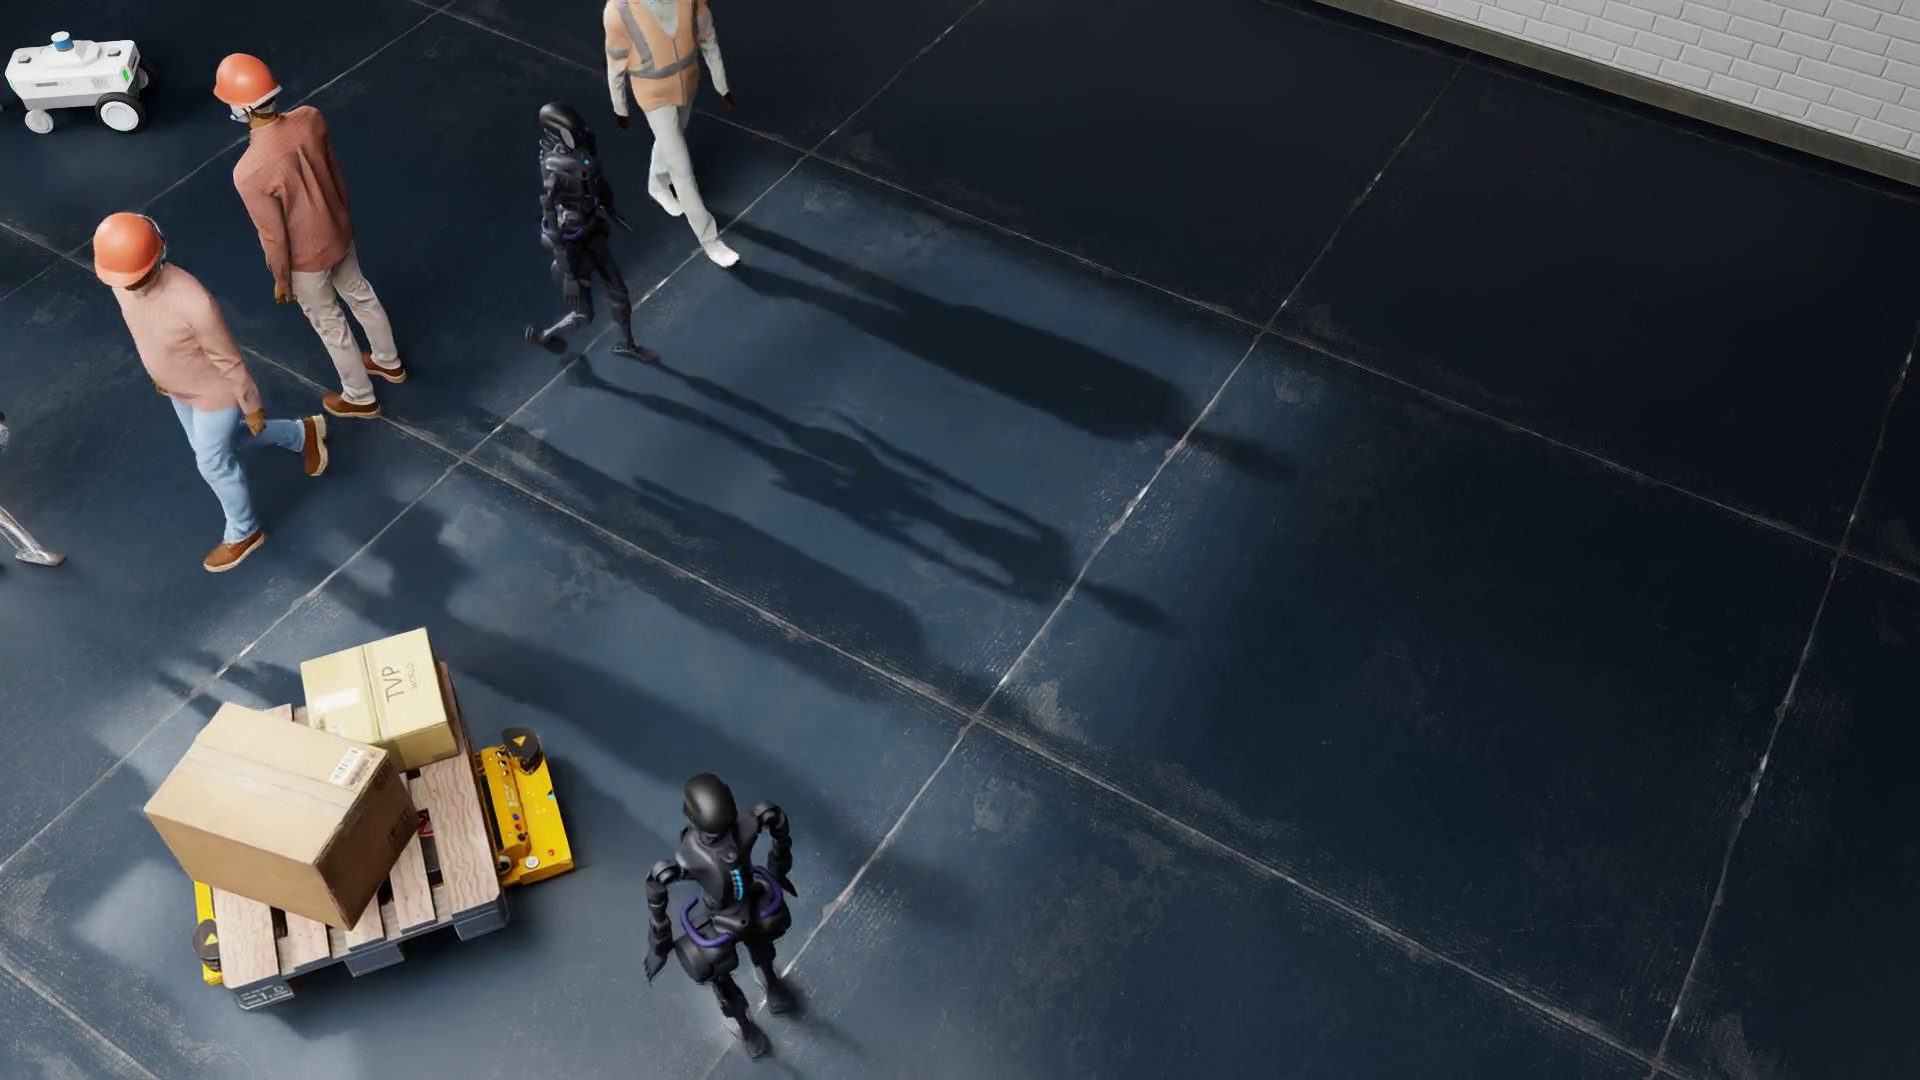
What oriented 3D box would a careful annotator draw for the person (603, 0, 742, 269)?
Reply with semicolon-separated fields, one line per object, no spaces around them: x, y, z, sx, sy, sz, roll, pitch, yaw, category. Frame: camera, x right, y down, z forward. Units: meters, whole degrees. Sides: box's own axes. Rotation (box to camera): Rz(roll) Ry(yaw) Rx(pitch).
-1.503;-2.379;8.835;0.594;1.863;0.996;-36;58;-27;person

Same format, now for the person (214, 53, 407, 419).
-3.096;-1.414;7.906;0.394;1.992;0.616;14;50;12;person

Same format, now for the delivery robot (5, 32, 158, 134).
-5.301;-2.781;10.069;0.811;0.613;0.499;-6;49;-5;delivery robot

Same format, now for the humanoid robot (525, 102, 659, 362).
-1.925;-1.513;8.216;0.601;1.633;0.616;10;50;9;humanoid robot

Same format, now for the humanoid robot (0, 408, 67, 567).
-4.551;-0.512;7.264;0.757;1.728;0.546;22;52;18;humanoid robot

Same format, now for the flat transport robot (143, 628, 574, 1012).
-2.347;1.251;6.722;1.431;0.231;0.659;-17;51;-14;flat transport robot

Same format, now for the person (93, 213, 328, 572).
-3.296;-0.727;7.333;0.620;1.946;0.759;29;55;23;person

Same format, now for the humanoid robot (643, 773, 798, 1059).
-0.812;1.311;5.733;0.603;1.654;0.325;-29;55;-23;humanoid robot
